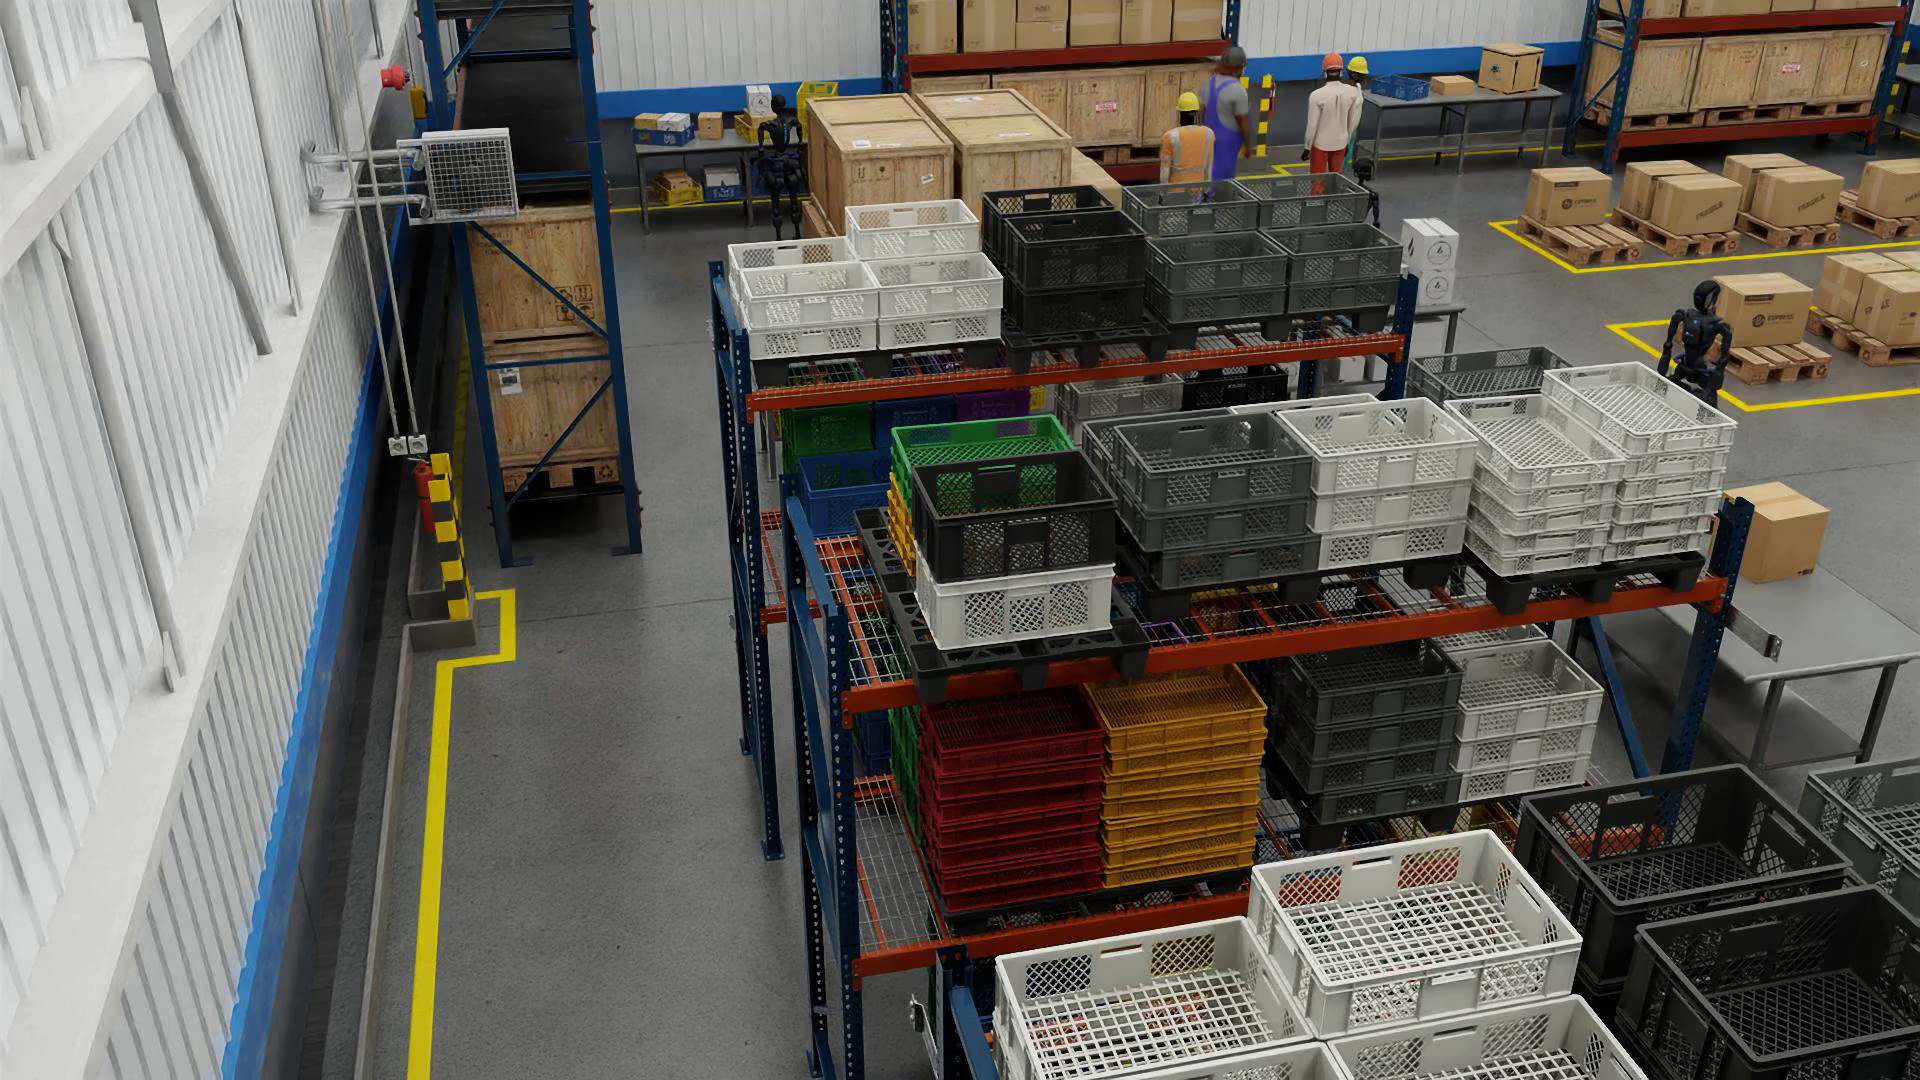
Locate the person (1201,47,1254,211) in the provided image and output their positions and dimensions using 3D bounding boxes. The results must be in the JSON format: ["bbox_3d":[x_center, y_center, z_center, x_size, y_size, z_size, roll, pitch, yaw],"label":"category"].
[{"bbox_3d":[3.038,-4.627,18.927,1.034,2.000,0.698,-12,30,-22],"label":"person"}]

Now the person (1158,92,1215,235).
[{"bbox_3d":[2.320,-3.654,17.215,0.586,1.919,0.398,-9,29,-17],"label":"person"}]

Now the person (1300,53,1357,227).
[{"bbox_3d":[4.105,-4.429,18.607,0.608,1.988,0.388,-10,29,-18],"label":"person"}]

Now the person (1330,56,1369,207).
[{"bbox_3d":[4.556,-4.771,19.493,0.324,1.765,0.528,15,31,26],"label":"person"}]

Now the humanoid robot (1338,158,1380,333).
[{"bbox_3d":[3.770,-2.831,15.893,0.310,1.656,0.610,-16,32,-28],"label":"humanoid robot"}]

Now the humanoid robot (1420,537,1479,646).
[{"bbox_3d":[3.106,-0.032,10.579,0.601,1.657,0.330,-22,35,-36],"label":"humanoid robot"}]

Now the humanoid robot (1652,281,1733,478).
[{"bbox_3d":[5.627,-1.202,12.815,0.313,1.653,0.562,-17,32,-29],"label":"humanoid robot"}]

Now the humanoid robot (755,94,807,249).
[{"bbox_3d":[-1.951,-4.041,18.187,0.608,1.657,0.314,-16,32,-28],"label":"humanoid robot"}]
